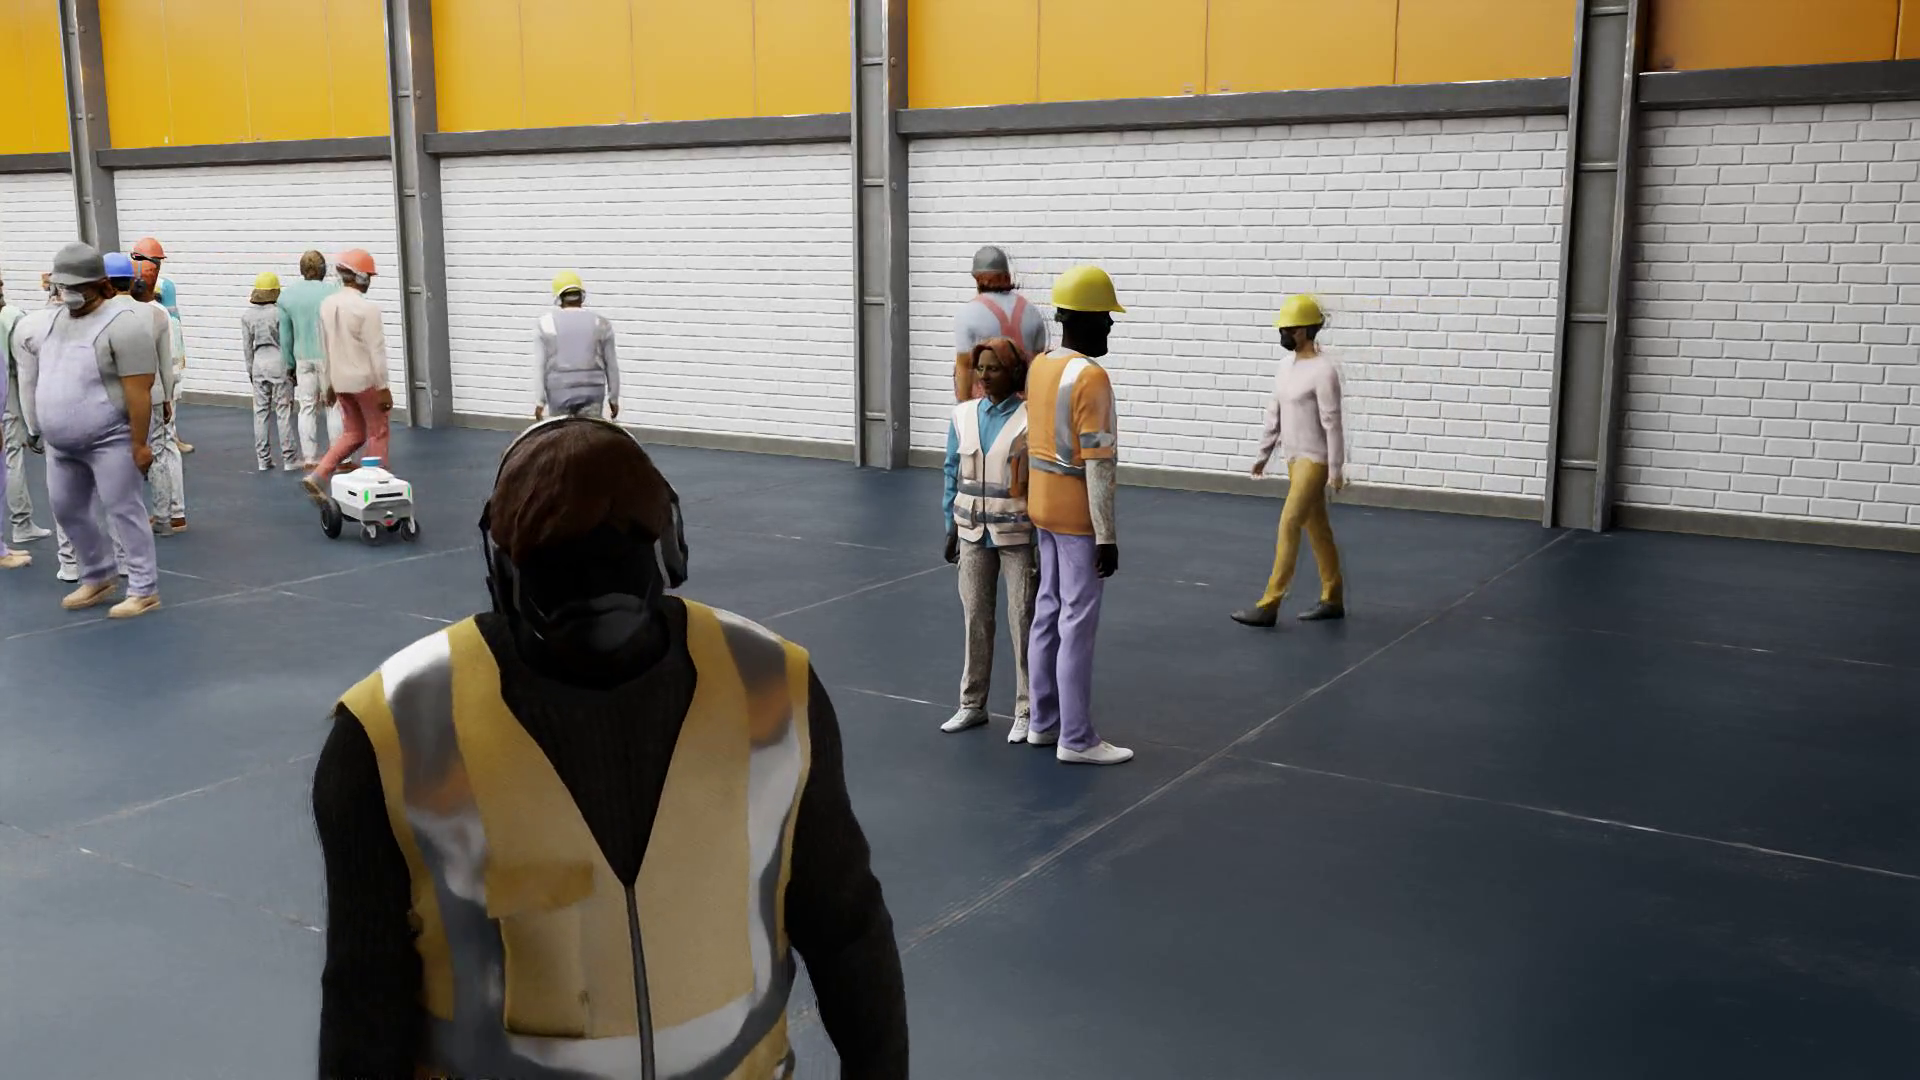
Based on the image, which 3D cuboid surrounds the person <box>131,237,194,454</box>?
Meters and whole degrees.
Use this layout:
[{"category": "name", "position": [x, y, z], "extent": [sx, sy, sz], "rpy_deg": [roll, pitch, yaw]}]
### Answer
[{"category": "person", "position": [-7.585, -1.816, 15.682], "extent": [0.615, 2.042, 0.374], "rpy_deg": [2, 10, 12]}]

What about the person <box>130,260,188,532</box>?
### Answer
[{"category": "person", "position": [-5.589, -0.987, 11.536], "extent": [0.359, 1.883, 0.573], "rpy_deg": [-4, 11, -22]}]

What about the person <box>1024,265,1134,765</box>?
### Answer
[{"category": "person", "position": [0.453, -0.093, 6.457], "extent": [0.366, 1.926, 0.594], "rpy_deg": [-4, 11, -23]}]

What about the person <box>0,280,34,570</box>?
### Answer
[{"category": "person", "position": [-5.971, -0.722, 10.212], "extent": [0.346, 1.836, 0.518], "rpy_deg": [-7, 13, -35]}]

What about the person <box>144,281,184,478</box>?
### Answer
[{"category": "person", "position": [-6.963, -1.400, 14.324], "extent": [0.520, 1.707, 0.916], "rpy_deg": [-2, 11, -14]}]

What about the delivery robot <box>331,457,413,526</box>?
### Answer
[{"category": "delivery robot", "position": [-3.973, -0.314, 11.231], "extent": [0.477, 0.478, 0.707], "rpy_deg": [-8, 13, -37]}]

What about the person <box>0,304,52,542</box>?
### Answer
[{"category": "person", "position": [-6.486, -0.927, 11.126], "extent": [0.590, 1.911, 0.391], "rpy_deg": [0, 10, 0]}]

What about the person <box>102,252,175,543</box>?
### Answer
[{"category": "person", "position": [-5.586, -0.948, 11.170], "extent": [0.414, 1.941, 0.606], "rpy_deg": [8, 13, 37]}]

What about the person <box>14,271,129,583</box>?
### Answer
[{"category": "person", "position": [-5.205, -0.699, 9.880], "extent": [0.641, 1.908, 0.407], "rpy_deg": [-6, 12, -30]}]

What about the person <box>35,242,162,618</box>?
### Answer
[{"category": "person", "position": [-4.620, -0.587, 8.882], "extent": [0.701, 2.000, 0.540], "rpy_deg": [4, 11, 22]}]

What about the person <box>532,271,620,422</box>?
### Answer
[{"category": "person", "position": [-2.812, -1.057, 12.161], "extent": [0.631, 1.792, 0.810], "rpy_deg": [-3, 11, -18]}]

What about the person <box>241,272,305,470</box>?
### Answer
[{"category": "person", "position": [-6.059, -1.484, 14.676], "extent": [0.484, 1.745, 0.296], "rpy_deg": [2, 10, 9]}]

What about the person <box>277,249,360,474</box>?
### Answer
[{"category": "person", "position": [-5.556, -1.534, 14.415], "extent": [0.628, 1.940, 0.377], "rpy_deg": [1, 10, 4]}]

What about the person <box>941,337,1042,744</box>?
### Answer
[{"category": "person", "position": [0.159, -0.002, 6.753], "extent": [0.514, 1.641, 0.308], "rpy_deg": [6, 12, 30]}]

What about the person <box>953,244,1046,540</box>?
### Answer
[{"category": "person", "position": [0.284, -0.957, 10.932], "extent": [0.689, 2.000, 0.920], "rpy_deg": [-6, 12, -32]}]

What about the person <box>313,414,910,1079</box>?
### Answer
[{"category": "person", "position": [-0.392, 0.751, 2.050], "extent": [0.726, 1.831, 0.431], "rpy_deg": [-4, 11, -23]}]

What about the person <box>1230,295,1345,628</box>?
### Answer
[{"category": "person", "position": [1.717, -0.402, 8.699], "extent": [0.819, 1.732, 0.539], "rpy_deg": [-3, 11, -14]}]

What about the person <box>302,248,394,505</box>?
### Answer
[{"category": "person", "position": [-4.472, -1.161, 12.260], "extent": [0.618, 1.963, 0.669], "rpy_deg": [7, 12, 34]}]
